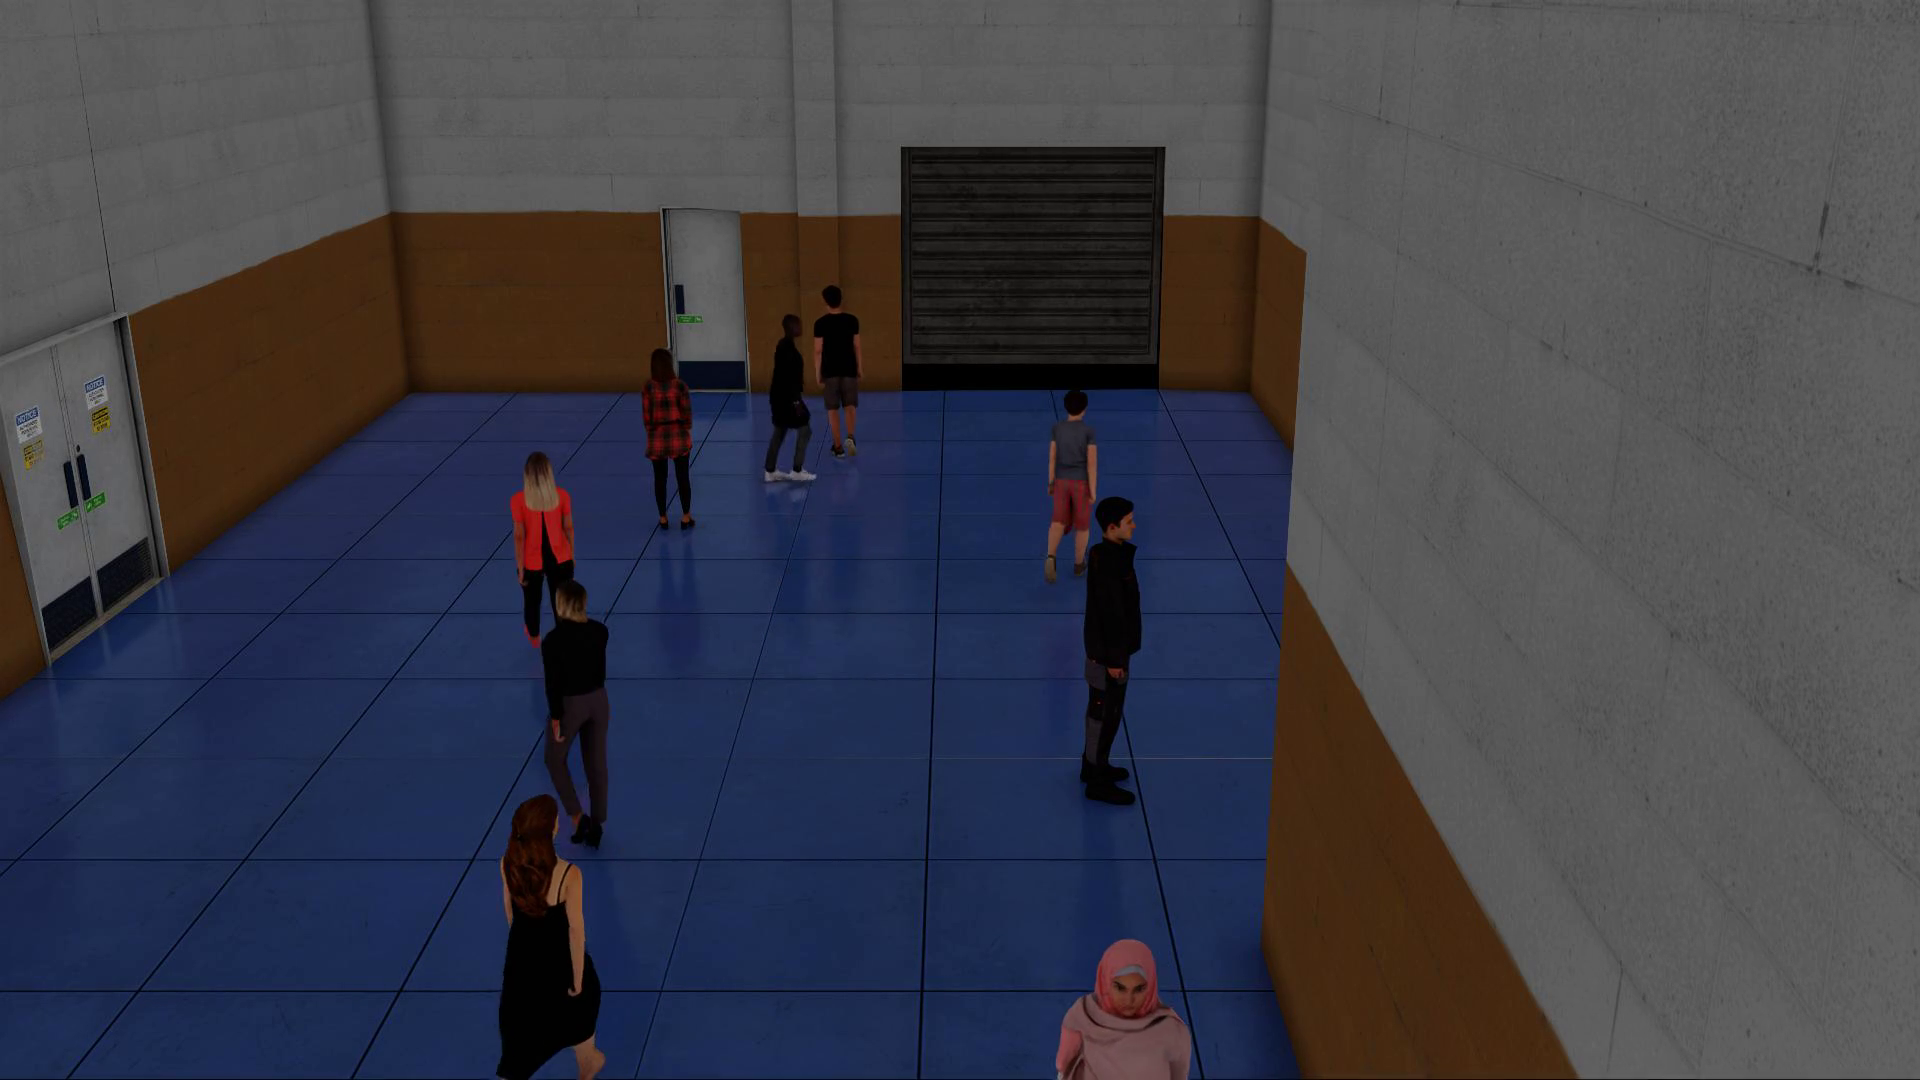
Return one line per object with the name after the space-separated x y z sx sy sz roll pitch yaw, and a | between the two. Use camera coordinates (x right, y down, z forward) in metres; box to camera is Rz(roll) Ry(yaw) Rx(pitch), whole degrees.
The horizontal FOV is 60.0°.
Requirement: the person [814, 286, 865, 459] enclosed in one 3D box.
-1.265 -1.738 17.552 0.905 1.845 0.873 -4 19 -13 | person

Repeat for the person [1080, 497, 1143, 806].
0.915 0.657 10.292 0.573 1.946 0.692 1 19 2 | person

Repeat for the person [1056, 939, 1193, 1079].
0.542 2.197 5.992 1.105 1.775 0.808 3 19 9 | person

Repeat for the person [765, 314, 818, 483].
-1.790 -1.385 16.670 0.838 1.740 0.778 -8 20 -22 | person

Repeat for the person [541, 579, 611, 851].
-2.145 1.046 9.588 0.675 1.660 0.750 -15 24 -37 | person

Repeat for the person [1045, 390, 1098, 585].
0.915 -0.419 13.959 1.007 1.629 0.867 7 20 20 | person

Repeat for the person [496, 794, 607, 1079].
-1.842 1.897 7.189 1.080 1.578 0.709 2 19 7 | person

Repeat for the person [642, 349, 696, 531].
-2.697 -0.930 15.384 0.485 1.699 0.663 0 19 1 | person

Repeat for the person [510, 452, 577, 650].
-2.973 0.230 12.041 1.143 1.638 0.913 -7 20 -20 | person
